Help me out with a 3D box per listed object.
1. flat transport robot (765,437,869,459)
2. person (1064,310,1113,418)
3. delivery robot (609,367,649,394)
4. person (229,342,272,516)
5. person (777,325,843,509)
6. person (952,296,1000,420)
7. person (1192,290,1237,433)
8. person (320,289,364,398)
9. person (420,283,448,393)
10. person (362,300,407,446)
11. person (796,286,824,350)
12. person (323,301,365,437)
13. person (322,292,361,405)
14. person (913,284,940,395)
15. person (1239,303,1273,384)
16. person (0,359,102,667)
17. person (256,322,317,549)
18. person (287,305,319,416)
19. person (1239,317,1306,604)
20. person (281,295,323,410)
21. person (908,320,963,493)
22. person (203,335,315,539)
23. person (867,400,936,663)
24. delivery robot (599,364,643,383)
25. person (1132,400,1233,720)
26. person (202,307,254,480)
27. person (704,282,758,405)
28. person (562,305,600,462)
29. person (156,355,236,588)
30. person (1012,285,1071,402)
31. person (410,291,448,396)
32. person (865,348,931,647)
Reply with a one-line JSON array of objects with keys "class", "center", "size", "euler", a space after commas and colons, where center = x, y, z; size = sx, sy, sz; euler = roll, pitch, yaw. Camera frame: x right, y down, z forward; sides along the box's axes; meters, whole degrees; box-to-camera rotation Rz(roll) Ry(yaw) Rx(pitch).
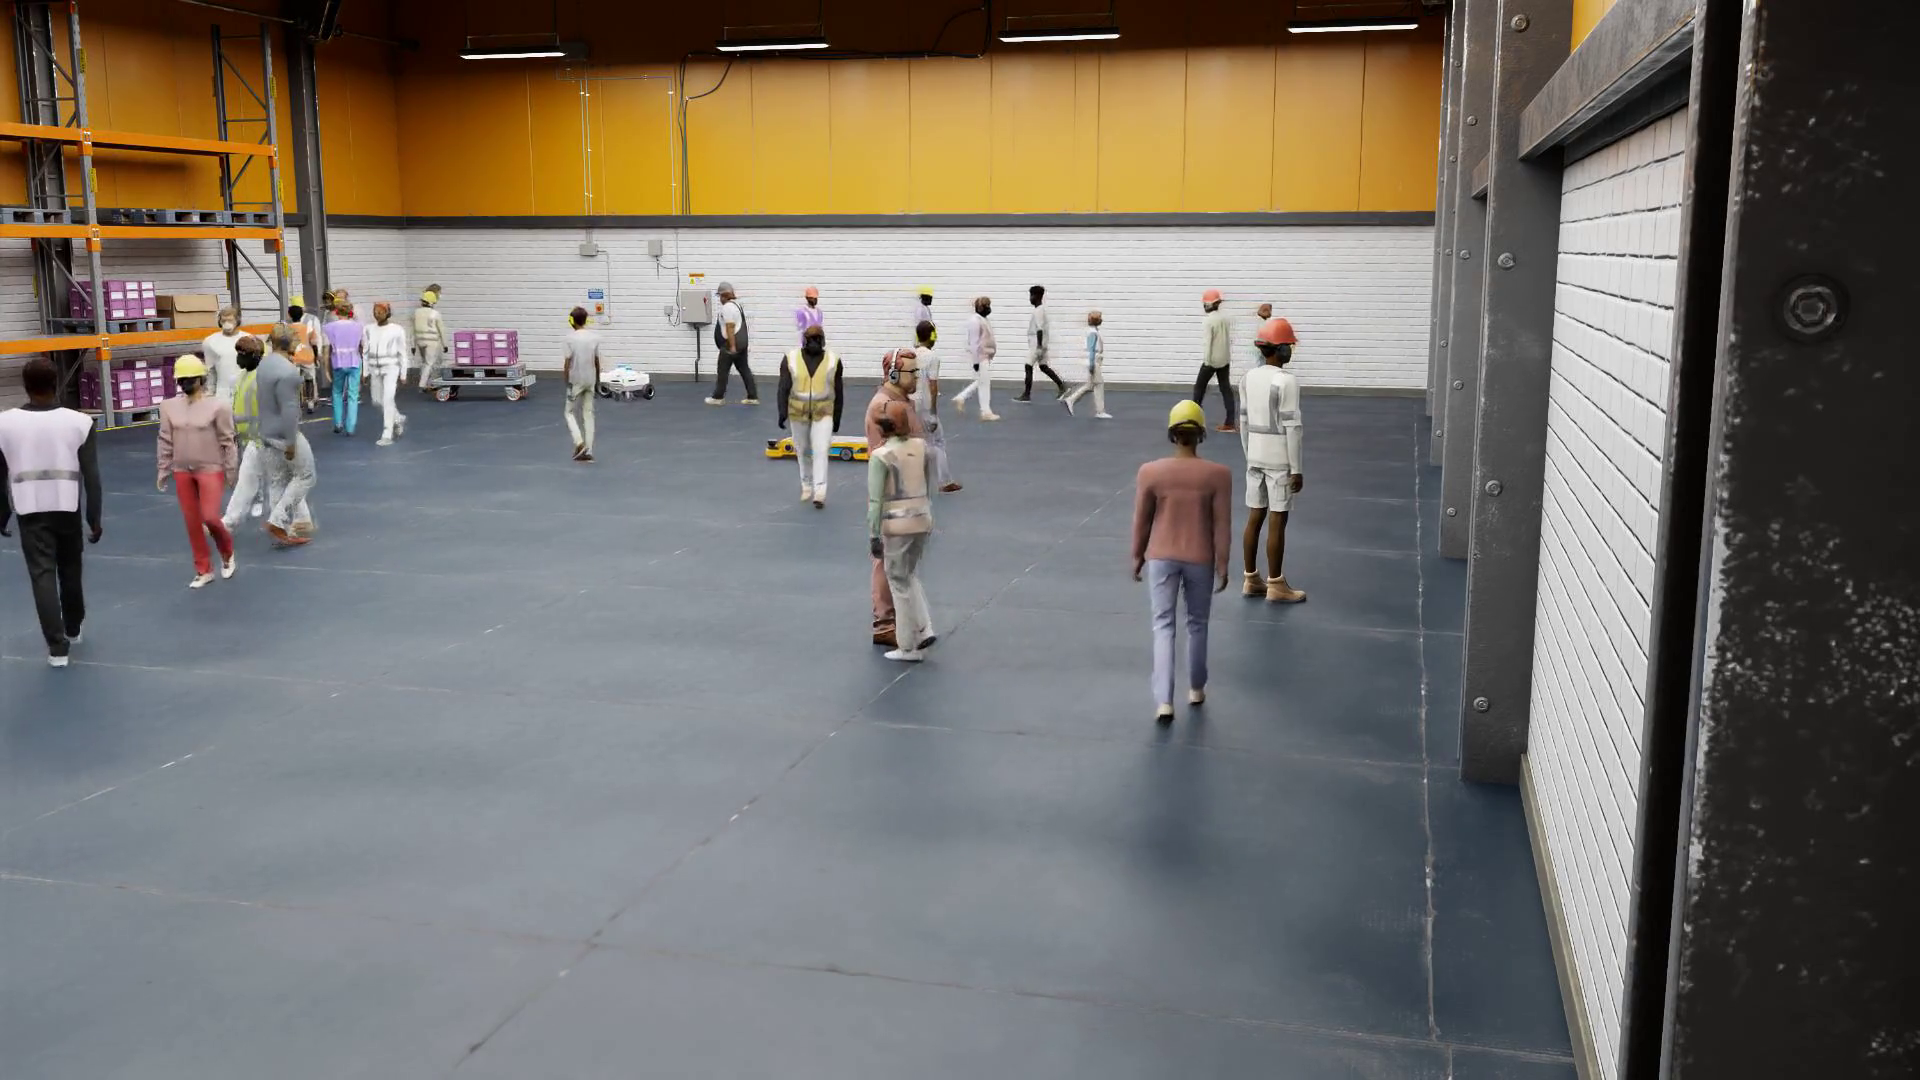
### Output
[{"class": "flat transport robot", "center": [-1.575, -1.131, 20.166], "size": [1.431, 0.197, 0.652], "euler": [3, 10, 15]}, {"class": "person", "center": [1.926, -2.617, 24.769], "size": [0.677, 1.620, 0.521], "euler": [1, 10, 6]}, {"class": "delivery robot", "center": [-5.486, -2.630, 27.582], "size": [0.477, 0.478, 0.707], "euler": [5, 11, 28]}, {"class": "person", "center": [-6.542, -1.023, 15.533], "size": [0.500, 1.693, 0.918], "euler": [-4, 11, -23]}, {"class": "person", "center": [-1.469, -1.221, 16.415], "size": [0.633, 1.789, 1.003], "euler": [0, 10, -2]}, {"class": "person", "center": [0.245, -2.682, 24.543], "size": [0.666, 1.828, 0.631], "euler": [2, 10, 10]}, {"class": "person", "center": [3.447, -2.470, 23.002], "size": [0.641, 1.947, 0.989], "euler": [-9, 13, -42]}, {"class": "person", "center": [-10.356, -3.268, 27.818], "size": [0.763, 1.840, 1.006], "euler": [2, 10, 10]}, {"class": "person", "center": [-9.192, -3.500, 28.941], "size": [0.495, 1.916, 0.639], "euler": [0, 10, 1]}, {"class": "person", "center": [-7.424, -2.174, 21.563], "size": [0.584, 1.866, 0.715], "euler": [2, 10, 14]}, {"class": "person", "center": [-2.527, -3.286, 27.745], "size": [0.866, 1.913, 0.550], "euler": [8, 13, 38]}, {"class": "person", "center": [-8.310, -2.316, 22.518], "size": [0.576, 1.805, 0.744], "euler": [-4, 11, -21]}, {"class": "person", "center": [-10.044, -3.071, 26.743], "size": [0.537, 1.820, 0.842], "euler": [7, 12, 34]}, {"class": "person", "center": [-0.680, -3.420, 28.476], "size": [0.632, 1.911, 0.603], "euler": [2, 10, 13]}, {"class": "person", "center": [5.026, -3.174, 27.939], "size": [0.525, 1.615, 0.502], "euler": [2, 10, 9]}, {"class": "person", "center": [-5.667, -0.182, 10.327], "size": [0.596, 1.857, 0.997], "euler": [-6, 12, -32]}, {"class": "person", "center": [-5.684, -0.869, 14.005], "size": [0.420, 1.921, 0.628], "euler": [-10, 14, -43]}, {"class": "person", "center": [-9.952, -2.701, 25.070], "size": [0.544, 1.672, 0.372], "euler": [-5, 11, -25]}, {"class": "person", "center": [2.251, -0.567, 11.943], "size": [0.364, 2.048, 0.608], "euler": [-6, 11, -29]}, {"class": "person", "center": [-10.192, -2.885, 25.786], "size": [0.616, 1.807, 0.506], "euler": [-1, 10, -4]}, {"class": "person", "center": [-0.386, -1.332, 16.978], "size": [0.536, 1.810, 1.002], "euler": [8, 13, 39]}, {"class": "person", "center": [-6.146, -0.881, 14.462], "size": [1.008, 1.779, 0.630], "euler": [-6, 12, -32]}, {"class": "person", "center": [-0.370, -0.050, 10.205], "size": [0.360, 1.617, 0.538], "euler": [8, 13, 39]}, {"class": "delivery robot", "center": [-5.744, -2.737, 28.190], "size": [0.707, 0.478, 0.477], "euler": [0, 10, 2]}, {"class": "person", "center": [1.200, 0.123, 9.022], "size": [0.534, 1.756, 0.791], "euler": [2, 10, 10]}, {"class": "person", "center": [-8.053, -1.646, 18.520], "size": [0.648, 1.889, 1.014], "euler": [-3, 10, -15]}, {"class": "person", "center": [-3.707, -3.202, 26.883], "size": [0.924, 2.000, 0.689], "euler": [2, 10, 13]}, {"class": "person", "center": [-4.486, -1.846, 19.733], "size": [0.520, 1.855, 0.406], "euler": [-7, 12, -35]}, {"class": "person", "center": [-5.714, -0.506, 12.439], "size": [0.532, 1.754, 0.375], "euler": [0, 10, 1]}, {"class": "person", "center": [1.356, -3.210, 27.240], "size": [0.909, 1.938, 0.606], "euler": [2, 10, 11]}, {"class": "person", "center": [-9.176, -3.384, 28.641], "size": [0.587, 1.791, 0.873], "euler": [3, 11, 19]}, {"class": "person", "center": [-0.390, -0.279, 10.709], "size": [0.402, 1.906, 0.651], "euler": [1, 10, 6]}]
